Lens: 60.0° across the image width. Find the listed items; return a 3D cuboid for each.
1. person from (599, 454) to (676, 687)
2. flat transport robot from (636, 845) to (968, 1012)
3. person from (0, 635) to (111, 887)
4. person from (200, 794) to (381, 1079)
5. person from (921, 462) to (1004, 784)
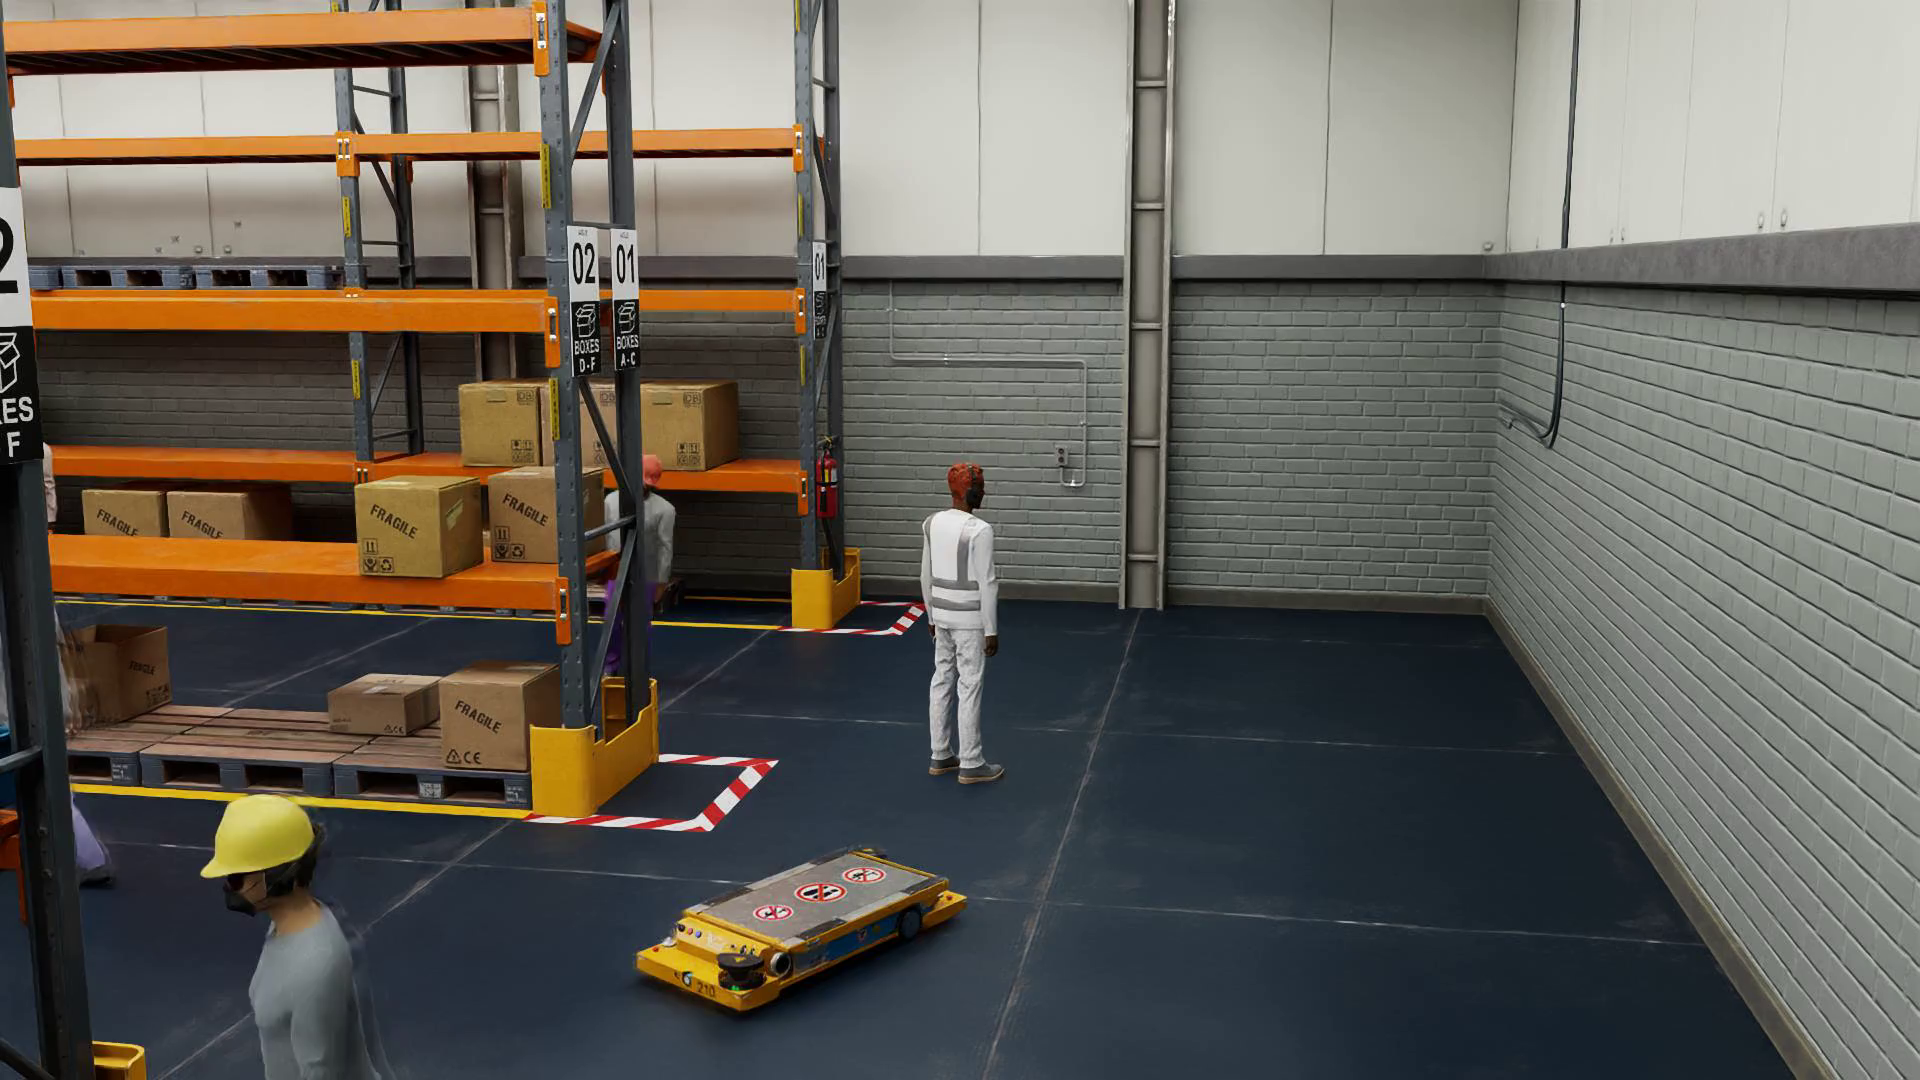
[{"bbox_3d":[-2.324,0.227,11.915,0.622,1.698,0.464,1,9,9],"label":"person"},{"bbox_3d":[-0.667,1.676,7.363,0.652,0.197,1.431,7,12,39],"label":"flat transport robot"},{"bbox_3d":[-4.543,0.852,8.016,0.892,1.712,0.534,0,9,2],"label":"person"},{"bbox_3d":[-1.549,1.457,4.157,0.545,1.745,0.563,-5,10,-28],"label":"person"},{"bbox_3d":[0.009,0.482,9.780,0.339,1.882,0.581,-8,12,-40],"label":"person"}]
